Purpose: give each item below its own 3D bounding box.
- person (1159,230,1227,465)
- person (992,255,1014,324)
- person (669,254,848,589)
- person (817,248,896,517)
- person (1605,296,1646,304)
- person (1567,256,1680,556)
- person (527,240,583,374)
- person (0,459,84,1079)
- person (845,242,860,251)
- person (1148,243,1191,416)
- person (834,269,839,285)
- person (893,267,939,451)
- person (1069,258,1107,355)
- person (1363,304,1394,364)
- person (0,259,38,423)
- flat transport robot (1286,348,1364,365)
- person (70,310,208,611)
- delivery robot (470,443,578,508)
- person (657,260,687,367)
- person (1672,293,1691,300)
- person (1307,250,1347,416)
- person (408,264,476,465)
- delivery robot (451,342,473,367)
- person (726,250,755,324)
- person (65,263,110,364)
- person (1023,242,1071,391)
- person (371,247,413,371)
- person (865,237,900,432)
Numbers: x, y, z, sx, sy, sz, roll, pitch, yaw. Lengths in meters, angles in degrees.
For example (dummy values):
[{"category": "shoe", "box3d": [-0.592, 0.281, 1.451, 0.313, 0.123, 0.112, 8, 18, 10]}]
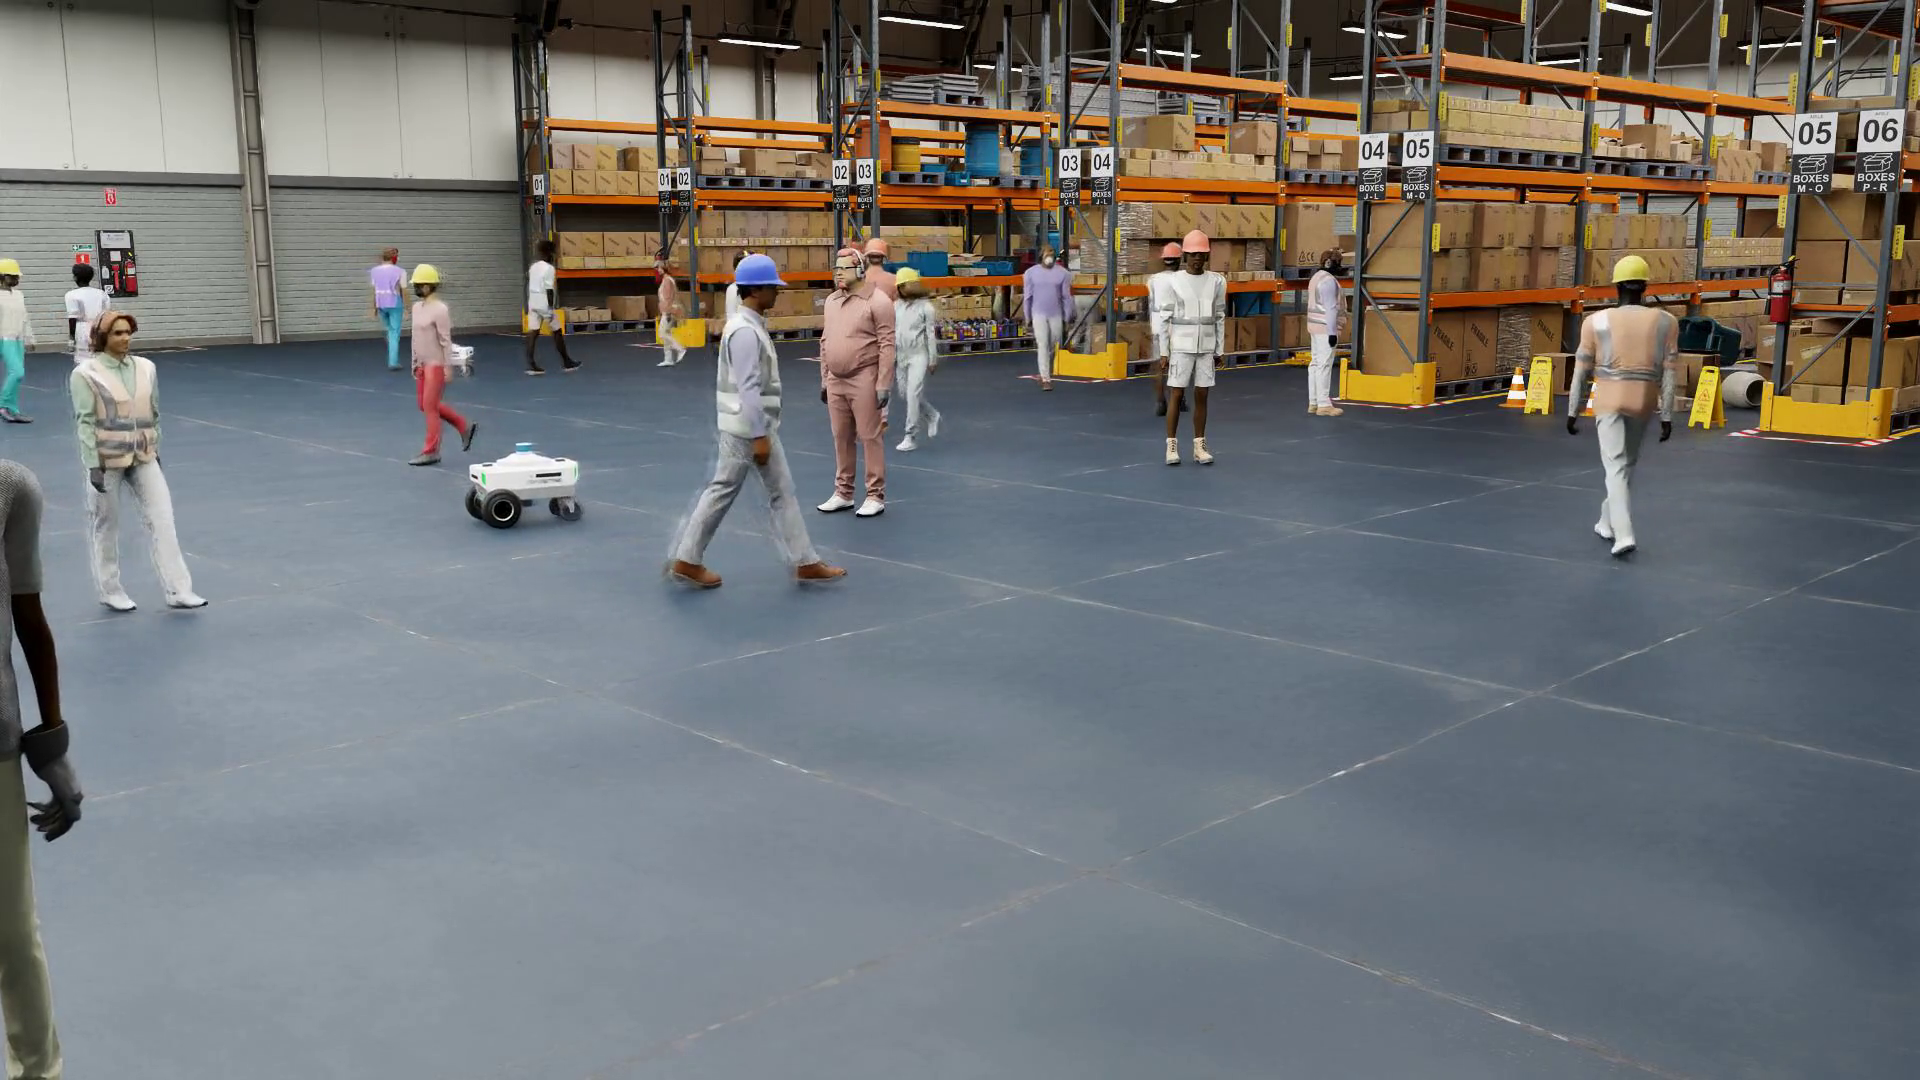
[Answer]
[{"category": "person", "box3d": [2.050, -1.680, 14.582, 0.614, 2.040, 0.390, -2, 11, -11]}, {"category": "person", "box3d": [0.892, -4.945, 33.577, 0.516, 1.600, 0.511, 8, 13, 37]}, {"category": "person", "box3d": [-1.197, -0.655, 9.397, 1.013, 1.903, 0.639, 0, 10, 2]}, {"category": "person", "box3d": [-0.771, -1.128, 11.946, 0.653, 1.906, 0.405, 8, 13, 38]}, {"category": "person", "box3d": [11.035, -3.920, 27.442, 0.805, 1.801, 0.627, -10, 14, -43]}, {"category": "person", "box3d": [4.220, -0.862, 10.592, 0.604, 1.879, 1.010, 1, 10, 6]}, {"category": "person", "box3d": [-5.960, -3.383, 24.191, 0.614, 1.914, 0.963, 8, 13, 38]}, {"category": "person", "box3d": [-2.085, 0.466, 3.386, 0.510, 1.863, 0.311, -8, 13, -38]}, {"category": "person", "box3d": [-1.767, -4.183, 28.652, 0.564, 1.893, 0.985, 9, 14, 41]}, {"category": "person", "box3d": [2.405, -2.372, 18.722, 0.546, 1.916, 0.630, 7, 13, 34]}, {"category": "person", "box3d": [-1.474, -2.657, 21.078, 0.358, 1.620, 0.501, -5, 11, -25]}, {"category": "person", "box3d": [-0.404, -1.735, 15.776, 0.482, 1.709, 0.725, 7, 13, 34]}, {"category": "person", "box3d": [1.959, -3.624, 25.505, 0.635, 1.923, 0.467, 8, 13, 38]}, {"category": "person", "box3d": [6.535, -3.693, 25.999, 0.572, 1.883, 0.354, 9, 14, 41]}, {"category": "person", "box3d": [-10.143, -2.120, 17.788, 0.385, 1.750, 0.549, 0, 10, 1]}, {"category": "flat transport robot", "box3d": [5.771, -2.867, 26.007, 0.652, 0.197, 1.431, 10, 14, 44]}, {"category": "person", "box3d": [-4.347, -0.397, 8.756, 0.778, 1.602, 0.536, 6, 12, 28]}, {"category": "delivery robot", "box3d": [-3.074, -0.441, 11.749, 0.707, 0.478, 0.477, -6, 12, -30]}, {"category": "person", "box3d": [-4.461, -3.458, 25.407, 0.403, 1.623, 0.532, -2, 11, -13]}, {"category": "person", "box3d": [15.171, -5.356, 34.949, 0.545, 1.929, 0.389, -1, 10, -8]}, {"category": "person", "box3d": [4.123, -2.331, 18.698, 0.430, 1.839, 0.619, -1, 10, -4]}, {"category": "person", "box3d": [-4.624, -1.561, 14.716, 0.643, 1.750, 0.535, -10, 14, -43]}, {"category": "delivery robot", "box3d": [-7.371, -2.667, 23.884, 0.707, 0.478, 0.477, -1, 10, -4]}, {"category": "person", "box3d": [-2.017, -1.761, 15.539, 0.329, 1.861, 0.494, -4, 11, -20]}, {"category": "person", "box3d": [-9.754, -2.252, 18.643, 0.317, 1.695, 0.540, 5, 12, 26]}, {"category": "person", "box3d": [1.130, -2.946, 21.867, 0.627, 1.918, 0.767, -1, 10, -7]}, {"category": "person", "box3d": [-8.462, -3.470, 24.936, 0.589, 1.821, 0.647, 3, 11, 16]}, {"category": "person", "box3d": [-0.856, -2.076, 16.919, 0.621, 1.977, 0.575, 1, 10, 3]}]
